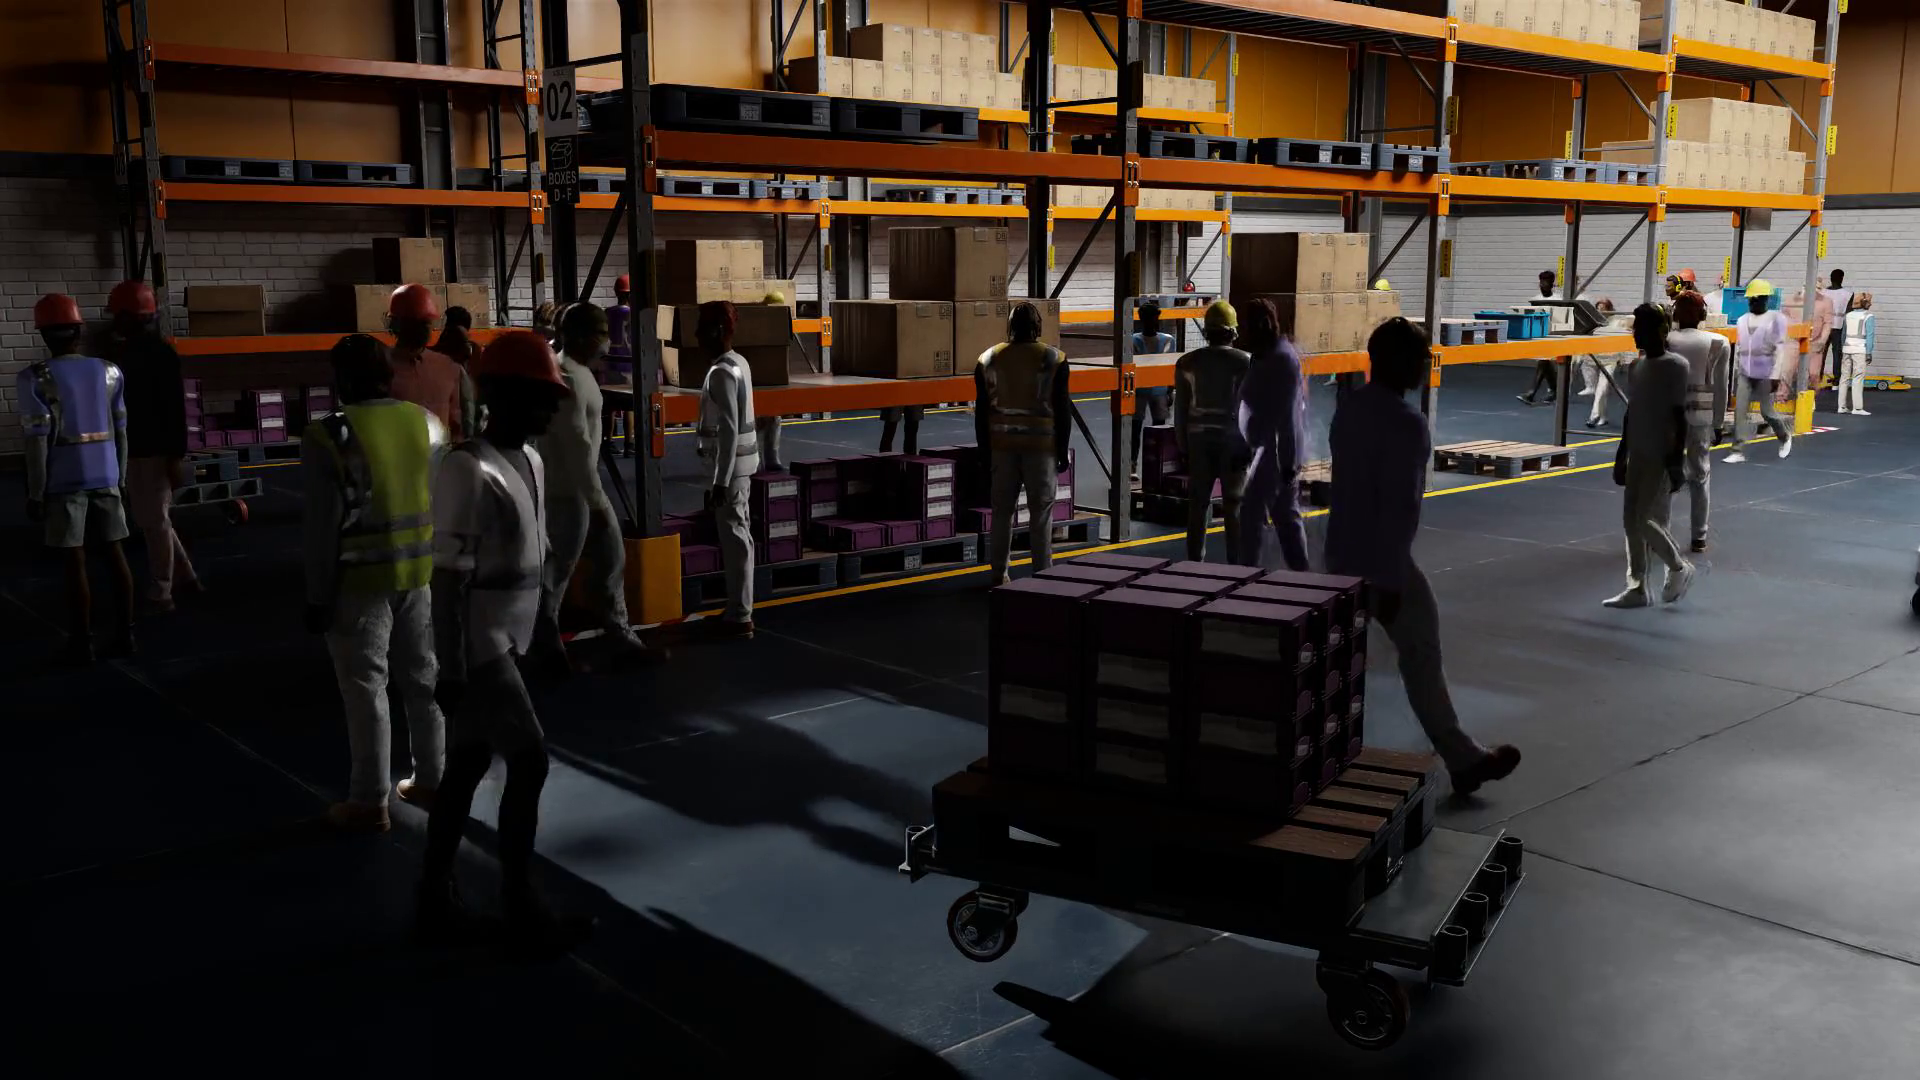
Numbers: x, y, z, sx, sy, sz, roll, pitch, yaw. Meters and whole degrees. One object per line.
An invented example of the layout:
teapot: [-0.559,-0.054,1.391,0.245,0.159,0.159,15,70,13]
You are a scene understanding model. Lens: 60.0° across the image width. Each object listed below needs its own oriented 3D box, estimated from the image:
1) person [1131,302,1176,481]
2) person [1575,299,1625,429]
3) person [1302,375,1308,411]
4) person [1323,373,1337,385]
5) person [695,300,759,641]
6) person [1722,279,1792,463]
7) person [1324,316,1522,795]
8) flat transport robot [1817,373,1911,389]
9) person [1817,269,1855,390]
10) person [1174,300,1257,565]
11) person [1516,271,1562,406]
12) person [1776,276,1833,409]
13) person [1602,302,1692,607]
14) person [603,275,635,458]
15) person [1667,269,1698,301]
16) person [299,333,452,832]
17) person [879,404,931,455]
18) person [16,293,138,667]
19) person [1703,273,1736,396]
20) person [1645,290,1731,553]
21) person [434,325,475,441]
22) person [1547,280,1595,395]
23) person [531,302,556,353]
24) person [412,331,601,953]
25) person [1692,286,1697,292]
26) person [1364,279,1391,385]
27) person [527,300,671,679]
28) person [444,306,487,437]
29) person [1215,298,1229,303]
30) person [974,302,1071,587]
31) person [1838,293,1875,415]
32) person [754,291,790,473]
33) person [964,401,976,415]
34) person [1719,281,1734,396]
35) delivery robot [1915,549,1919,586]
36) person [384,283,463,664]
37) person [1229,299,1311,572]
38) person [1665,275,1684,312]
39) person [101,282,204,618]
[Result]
person: [1.781,-1.399,15.751,0.536,1.693,0.319,-1,10,-6]
person: [7.935,-2.182,20.621,0.539,1.586,0.880,9,13,42]
person: [4.575,-2.721,22.859,0.652,1.908,0.409,8,12,38]
person: [6.216,-3.394,27.214,0.313,1.769,0.525,-6,12,-33]
person: [-1.300,-0.381,9.233,0.361,1.883,0.574,0,10,0]
person: [8.263,-1.736,17.131,0.808,1.901,0.598,-5,11,-29]
person: [1.704,0.088,6.461,1.001,1.885,0.658,-2,10,-13]
flat transport robot: [14.386,-2.555,26.672,1.431,0.197,0.652,3,10,19]
person: [13.891,-3.346,26.487,0.596,1.918,0.380,7,12,36]
person: [1.701,-0.645,10.914,0.590,1.837,0.403,4,10,20]
person: [8.310,-2.873,23.728,0.992,1.909,0.624,-6,11,-31]
person: [11.448,-2.659,22.582,0.650,1.879,0.605,5,11,26]
person: [4.146,-0.494,9.980,0.446,1.852,0.545,-2,10,-14]
person: [-3.542,-1.830,17.601,0.547,1.930,0.407,6,11,30]
person: [10.459,-2.950,24.114,0.357,1.938,0.542,-2,10,-10]
person: [-2.184,0.156,6.207,0.429,1.842,0.634,6,11,32]
person: [-0.481,-1.381,14.649,0.605,2.034,0.389,-7,12,-34]
person: [-4.599,-0.307,8.652,0.376,1.933,0.545,6,12,33]
person: [10.740,-2.811,23.378,0.641,1.913,0.407,1,10,6]
person: [5.191,-0.846,11.947,0.575,1.886,0.362,3,10,17]
person: [-3.606,-0.723,11.958,0.283,1.634,0.498,-6,11,-32]
person: [9.371,-3.107,25.381,0.919,1.818,0.544,-1,10,-7]
person: [-4.513,-1.788,18.225,0.496,1.629,0.277,9,13,42]
person: [-1.394,0.317,5.113,0.704,1.891,0.578,0,10,-1]
person: [12.570,-3.582,28.767,0.523,1.615,0.740,0,10,0]
person: [6.418,-3.097,25.475,0.327,1.769,0.525,-5,11,-26]
person: [-1.806,-0.232,8.283,0.849,1.903,0.660,-1,10,-8]
person: [-4.305,-1.170,14.396,0.540,1.696,0.315,5,11,28]
person: [3.145,-2.173,20.525,0.673,1.614,0.503,0,10,0]
person: [0.404,-0.583,10.566,0.627,1.836,0.428,3,10,19]
person: [12.016,-2.489,22.294,0.315,1.636,0.515,-2,10,-14]
person: [-1.978,-1.527,16.233,0.682,1.797,0.599,-4,11,-23]
person: [0.317,-2.610,22.267,0.794,1.892,0.435,0,10,2]
person: [10.882,-2.866,23.816,0.980,1.893,0.548,-3,10,-20]
delivery robot: [5.821,0.184,9.532,0.477,0.478,0.707,0,10,1]
person: [-2.767,-0.307,8.514,0.533,1.980,0.659,8,13,40]
person: [1.834,-0.534,10.210,0.783,1.869,0.677,1,10,7]
person: [9.456,-2.579,22.138,0.329,1.872,0.508,-2,10,-10]
person: [-4.826,-0.537,9.918,0.635,1.975,0.638,8,12,38]
